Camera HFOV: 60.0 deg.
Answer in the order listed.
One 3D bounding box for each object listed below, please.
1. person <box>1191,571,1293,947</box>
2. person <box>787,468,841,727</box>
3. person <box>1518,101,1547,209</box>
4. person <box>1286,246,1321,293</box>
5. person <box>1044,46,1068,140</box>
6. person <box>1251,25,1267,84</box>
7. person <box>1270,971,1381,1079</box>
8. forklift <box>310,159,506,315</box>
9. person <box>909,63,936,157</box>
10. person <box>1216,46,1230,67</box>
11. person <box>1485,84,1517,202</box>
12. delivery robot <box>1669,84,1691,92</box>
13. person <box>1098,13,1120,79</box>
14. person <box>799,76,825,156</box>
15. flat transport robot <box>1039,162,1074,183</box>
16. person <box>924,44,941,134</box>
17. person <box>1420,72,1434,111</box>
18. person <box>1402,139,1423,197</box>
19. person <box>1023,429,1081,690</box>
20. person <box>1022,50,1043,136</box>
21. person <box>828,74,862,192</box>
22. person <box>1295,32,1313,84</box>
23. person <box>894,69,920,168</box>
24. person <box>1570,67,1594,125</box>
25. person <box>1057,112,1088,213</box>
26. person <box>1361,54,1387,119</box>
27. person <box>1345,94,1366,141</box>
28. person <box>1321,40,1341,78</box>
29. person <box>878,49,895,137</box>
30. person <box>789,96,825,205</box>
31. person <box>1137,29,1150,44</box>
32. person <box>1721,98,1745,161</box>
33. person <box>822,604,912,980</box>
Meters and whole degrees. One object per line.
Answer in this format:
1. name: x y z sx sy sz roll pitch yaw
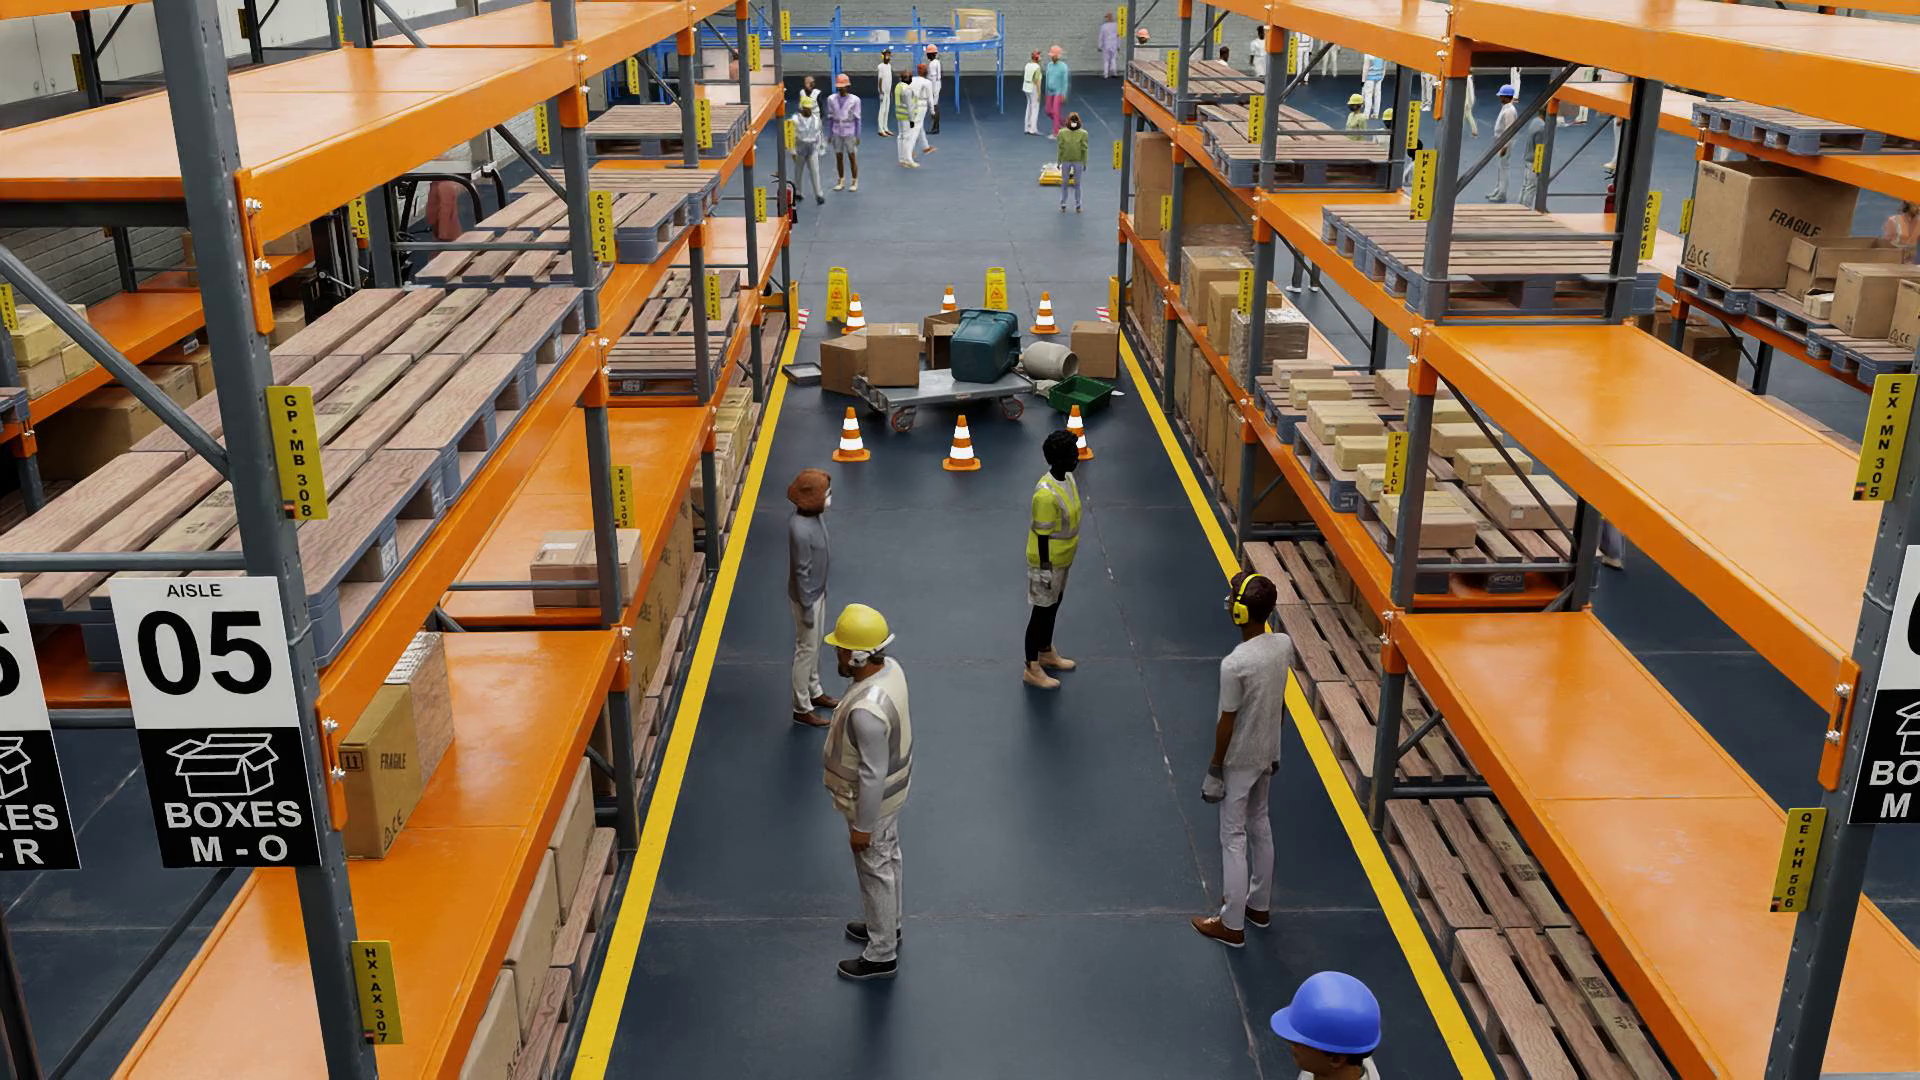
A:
1. person: 1.344 1.037 7.866 0.324 1.864 0.504 18 27 39
2. person: -0.892 0.340 10.037 0.291 1.625 0.506 2 21 5
3. person: 9.072 -5.938 26.213 0.378 1.931 0.625 2 21 6
4. person: 4.496 -4.159 21.503 0.594 1.925 0.369 -5 21 -12
5. person: 2.100 -9.728 36.146 0.530 1.977 0.632 -17 27 -38
6. person: 7.864 -12.481 43.502 0.668 1.929 0.675 -8 22 -21
7. person: 1.059 2.112 4.899 0.389 1.949 0.603 2 21 5
8. forklift: -5.622 -2.910 17.832 2.313 2.155 1.214 -1 21 -1
9. person: -0.805 -8.673 33.583 0.584 1.824 1.006 15 26 35
10. person: 5.741 -9.930 36.794 0.409 1.908 0.597 -6 22 -16
11. person: 9.261 -6.758 28.343 0.402 1.949 0.605 4 21 11
12. delivery robot: 19.551 -12.404 45.076 0.477 0.478 0.707 -3 21 -9
13. person: 4.399 -14.556 49.052 0.692 1.882 0.448 -10 23 -24
14. person: -2.969 -8.518 33.491 0.531 1.632 0.677 7 22 18
15. flat transport robot: 1.848 -6.810 30.815 0.652 0.197 1.431 3 21 7
16. person: -0.617 -10.010 36.955 0.358 1.936 0.552 3 21 9
17. person: 11.600 -11.571 41.352 0.308 1.743 0.494 -5 21 -14
18. person: 6.442 -4.868 23.706 0.321 1.692 0.529 3 21 8
19. person: 0.593 0.113 10.545 0.320 1.694 0.534 8 22 20
20. person: 1.600 -9.877 36.751 0.388 1.836 0.575 -10 23 -24
21. person: -2.039 -7.167 29.313 0.613 2.035 0.403 6 21 15
22. person: 9.825 -14.028 47.651 0.584 1.882 0.337 -7 22 -18
23. person: -1.026 -8.154 32.186 0.429 1.844 0.627 -9 23 -23
24. person: 14.508 -10.493 38.669 0.508 1.625 0.288 -16 26 -37
25. person: 1.843 -6.197 27.314 0.502 1.629 0.289 3 21 7
26. person: 9.829 -10.971 39.639 0.621 1.838 0.429 -9 22 -21
27. person: 6.760 -6.769 28.628 0.310 1.768 0.533 -7 22 -17
28. person: 11.005 -14.599 49.378 0.587 1.725 0.377 4 21 11
29. person: -1.625 -9.831 36.588 0.335 1.865 0.519 9 23 23
30. person: -2.593 -6.578 28.099 0.588 1.782 0.932 -8 22 -21
31. person: 4.399 -11.363 40.408 0.411 2.035 0.601 16 26 37
32. person: 14.762 -7.885 31.810 0.516 1.595 0.590 -4 21 -10
33. person: -0.423 1.147 7.612 0.404 1.830 0.599 2 21 5
